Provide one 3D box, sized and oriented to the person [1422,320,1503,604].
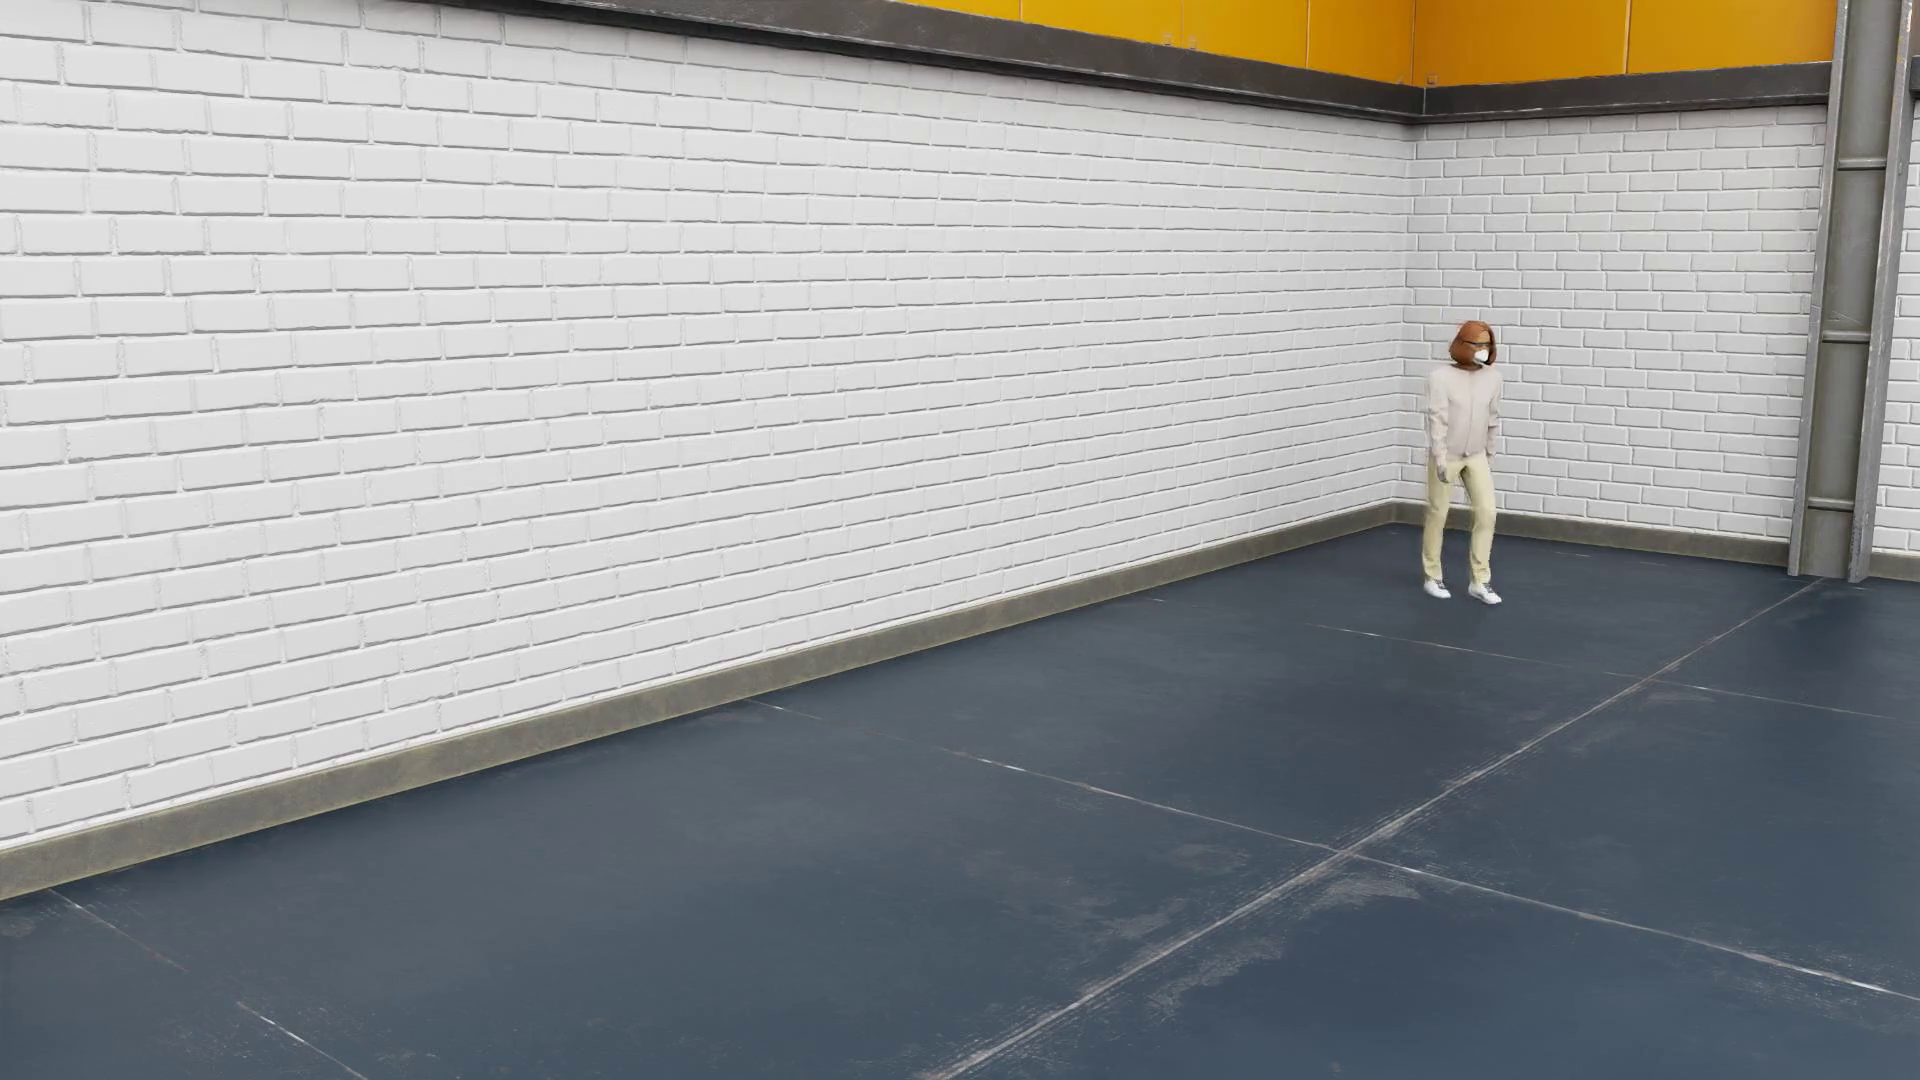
[{"bbox_3d":[2.883,-0.434,9.466,0.511,1.608,0.640,-2,10,-13],"label":"person"}]
